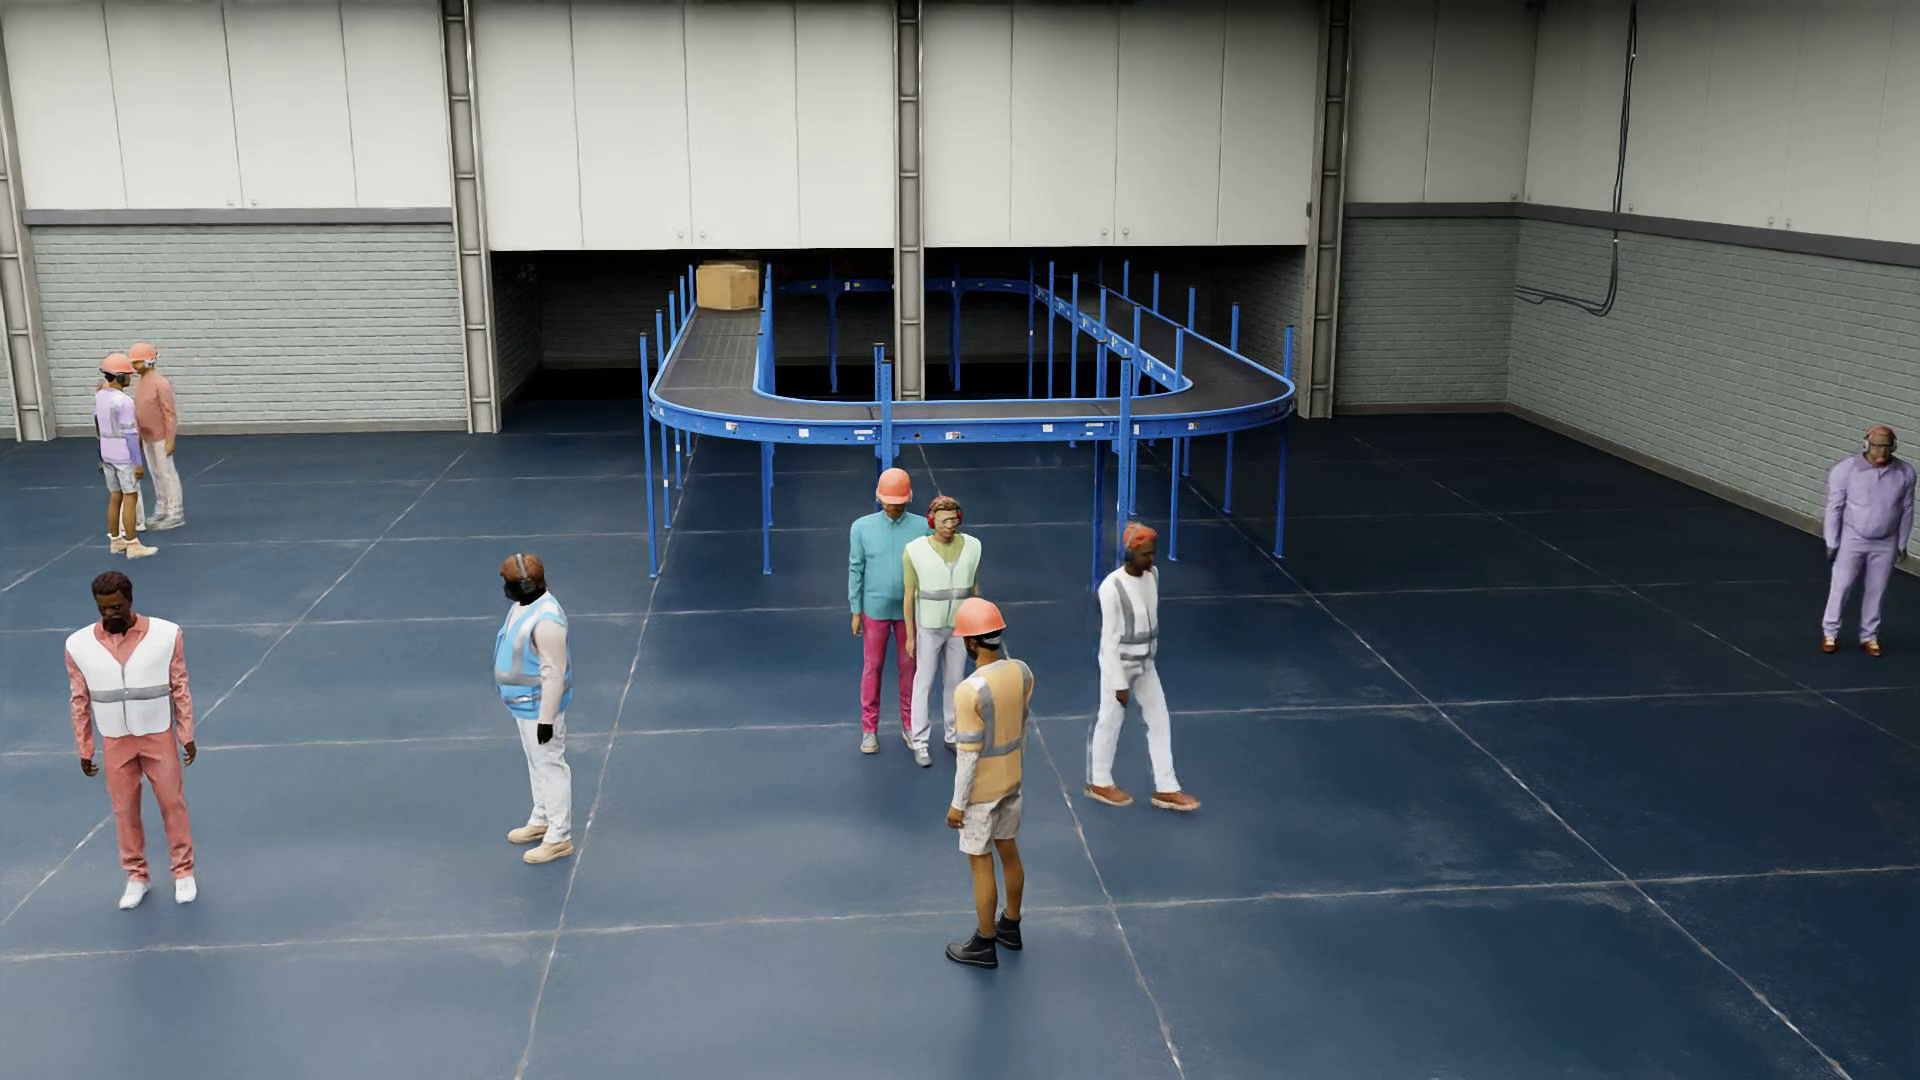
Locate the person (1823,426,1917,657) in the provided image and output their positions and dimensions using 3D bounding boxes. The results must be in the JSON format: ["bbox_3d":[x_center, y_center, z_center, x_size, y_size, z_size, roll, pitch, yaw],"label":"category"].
[{"bbox_3d":[7.327,0.007,13.431,0.650,1.897,0.395,2,14,9],"label":"person"}]

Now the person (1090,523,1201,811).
[{"bbox_3d":[1.149,0.815,10.266,0.856,1.854,0.597,12,18,39],"label":"person"}]

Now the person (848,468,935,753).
[{"bbox_3d":[-0.454,0.476,11.362,0.611,1.985,0.393,-3,14,-11],"label":"person"}]

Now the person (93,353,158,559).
[{"bbox_3d":[-8.294,-0.835,16.524,0.604,2.034,0.419,10,17,35],"label":"person"}]

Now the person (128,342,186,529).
[{"bbox_3d":[-8.570,-1.111,17.692,0.622,1.992,0.396,10,17,36],"label":"person"}]

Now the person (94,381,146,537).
[{"bbox_3d":[-8.775,-0.843,17.343,0.307,1.639,0.525,3,14,14],"label":"person"}]

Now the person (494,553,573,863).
[{"bbox_3d":[-2.482,0.965,9.713,0.429,1.838,0.621,-7,16,-26],"label":"person"}]

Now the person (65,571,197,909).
[{"bbox_3d":[-4.516,1.078,9.122,0.599,1.908,0.405,-5,15,-19],"label":"person"}]

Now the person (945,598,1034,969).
[{"bbox_3d":[0.122,1.231,8.459,0.374,1.928,0.543,11,18,37],"label":"person"}]

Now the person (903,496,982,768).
[{"bbox_3d":[-0.118,0.594,11.181,0.564,1.842,0.389,-7,16,-25],"label":"person"}]
